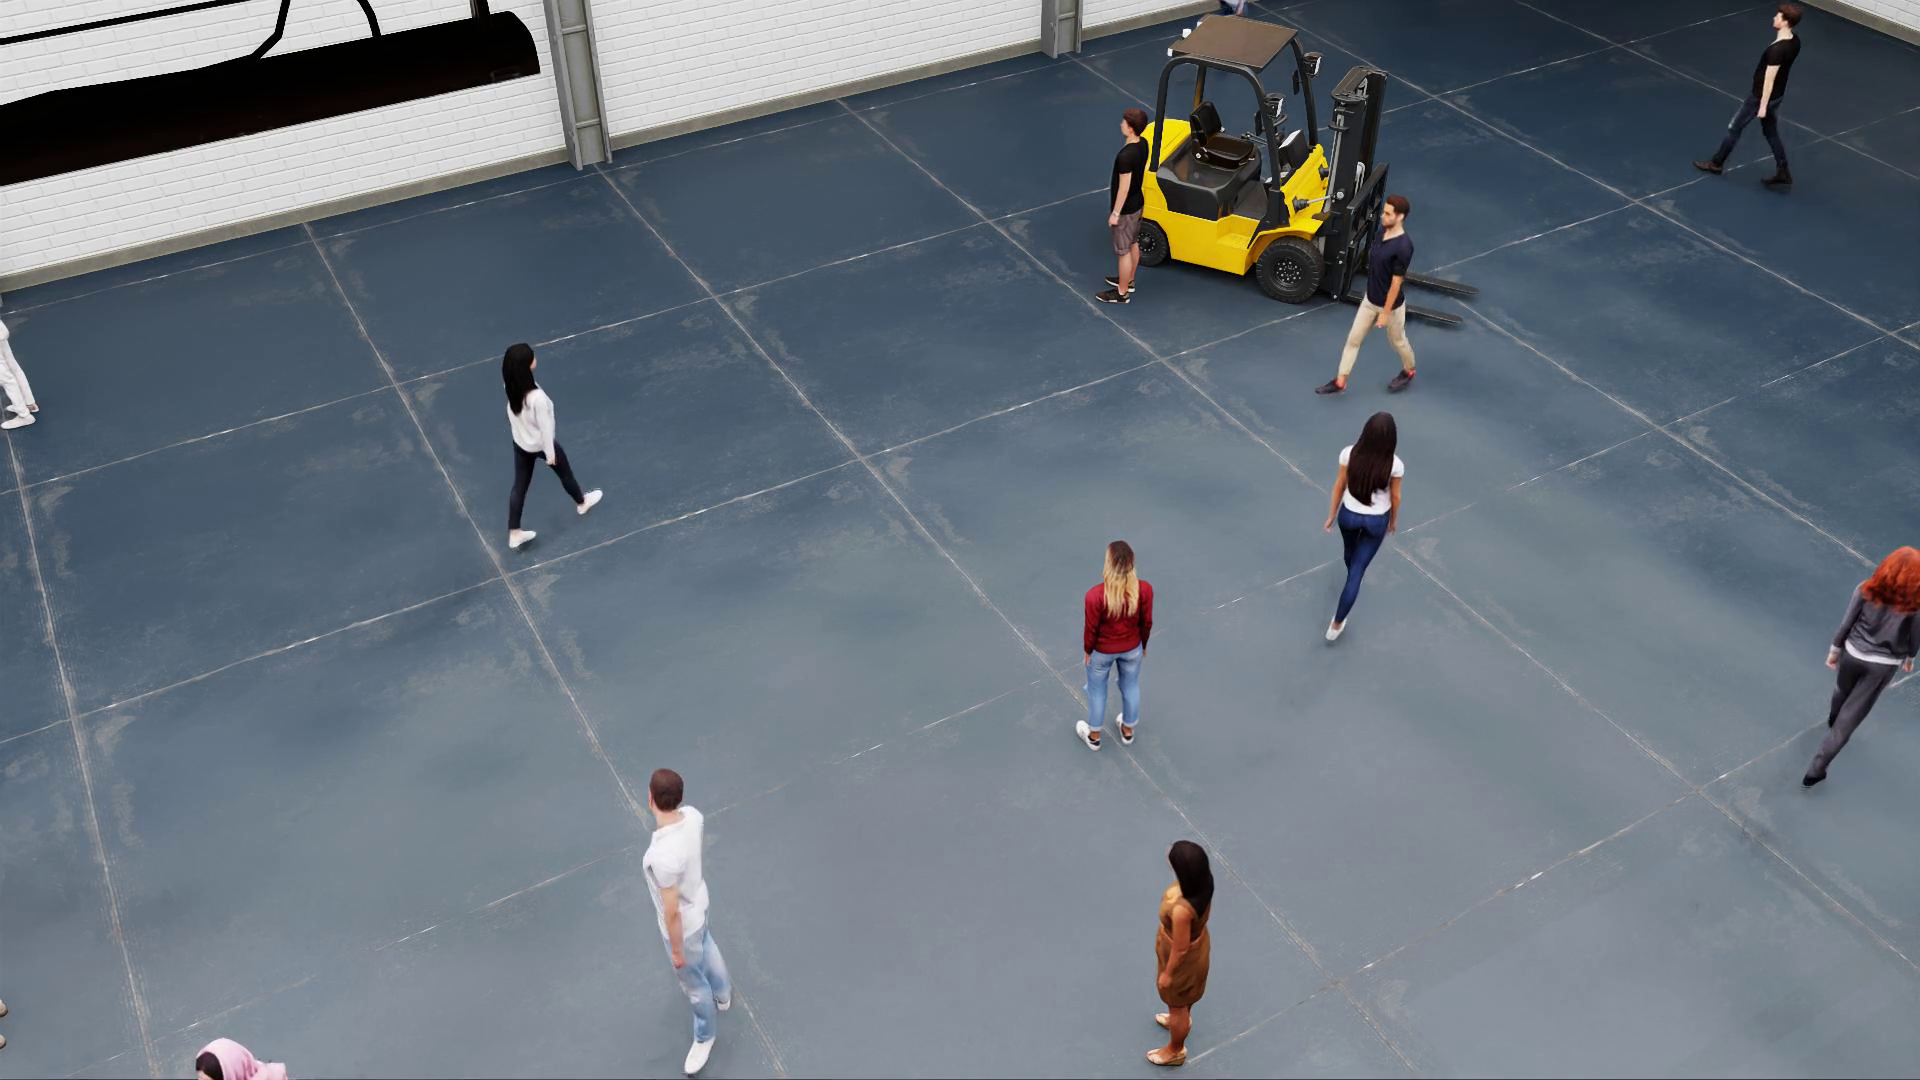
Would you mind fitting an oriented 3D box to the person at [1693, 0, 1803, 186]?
[{"bbox_3d":[8.270,-4.460,16.863,1.227,1.857,0.925,-31,48,-33],"label":"person"}]

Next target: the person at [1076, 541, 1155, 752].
[{"bbox_3d":[0.989,0.681,10.606,0.529,1.632,0.703,-9,39,-11],"label":"person"}]

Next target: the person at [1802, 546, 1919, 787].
[{"bbox_3d":[5.622,0.823,10.350,1.179,1.731,0.761,-31,48,-33],"label":"person"}]

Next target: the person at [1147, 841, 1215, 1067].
[{"bbox_3d":[1.166,2.161,8.711,0.702,1.684,0.630,12,40,15],"label":"person"}]

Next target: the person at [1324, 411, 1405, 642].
[{"bbox_3d":[2.748,-0.055,11.455,1.011,1.723,1.199,18,42,21],"label":"person"}]

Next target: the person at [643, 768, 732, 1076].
[{"bbox_3d":[-1.428,2.033,8.763,0.869,1.820,0.886,-4,39,-5],"label":"person"}]

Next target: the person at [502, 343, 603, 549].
[{"bbox_3d":[-3.215,-0.673,12.282,0.918,1.657,1.181,25,45,28],"label":"person"}]

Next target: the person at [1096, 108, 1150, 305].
[{"bbox_3d":[1.521,-3.038,15.079,0.825,1.863,0.734,15,41,18],"label":"person"}]

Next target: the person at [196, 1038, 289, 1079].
[{"bbox_3d":[-3.253,2.786,7.966,0.820,1.637,0.875,12,40,15],"label":"person"}]

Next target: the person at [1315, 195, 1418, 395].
[{"bbox_3d":[3.608,-1.987,13.802,1.193,1.813,0.756,-14,41,-17],"label":"person"}]

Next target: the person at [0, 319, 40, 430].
[{"bbox_3d":[-7.909,-1.682,13.534,0.634,1.671,0.657,-8,39,-10],"label":"person"}]
